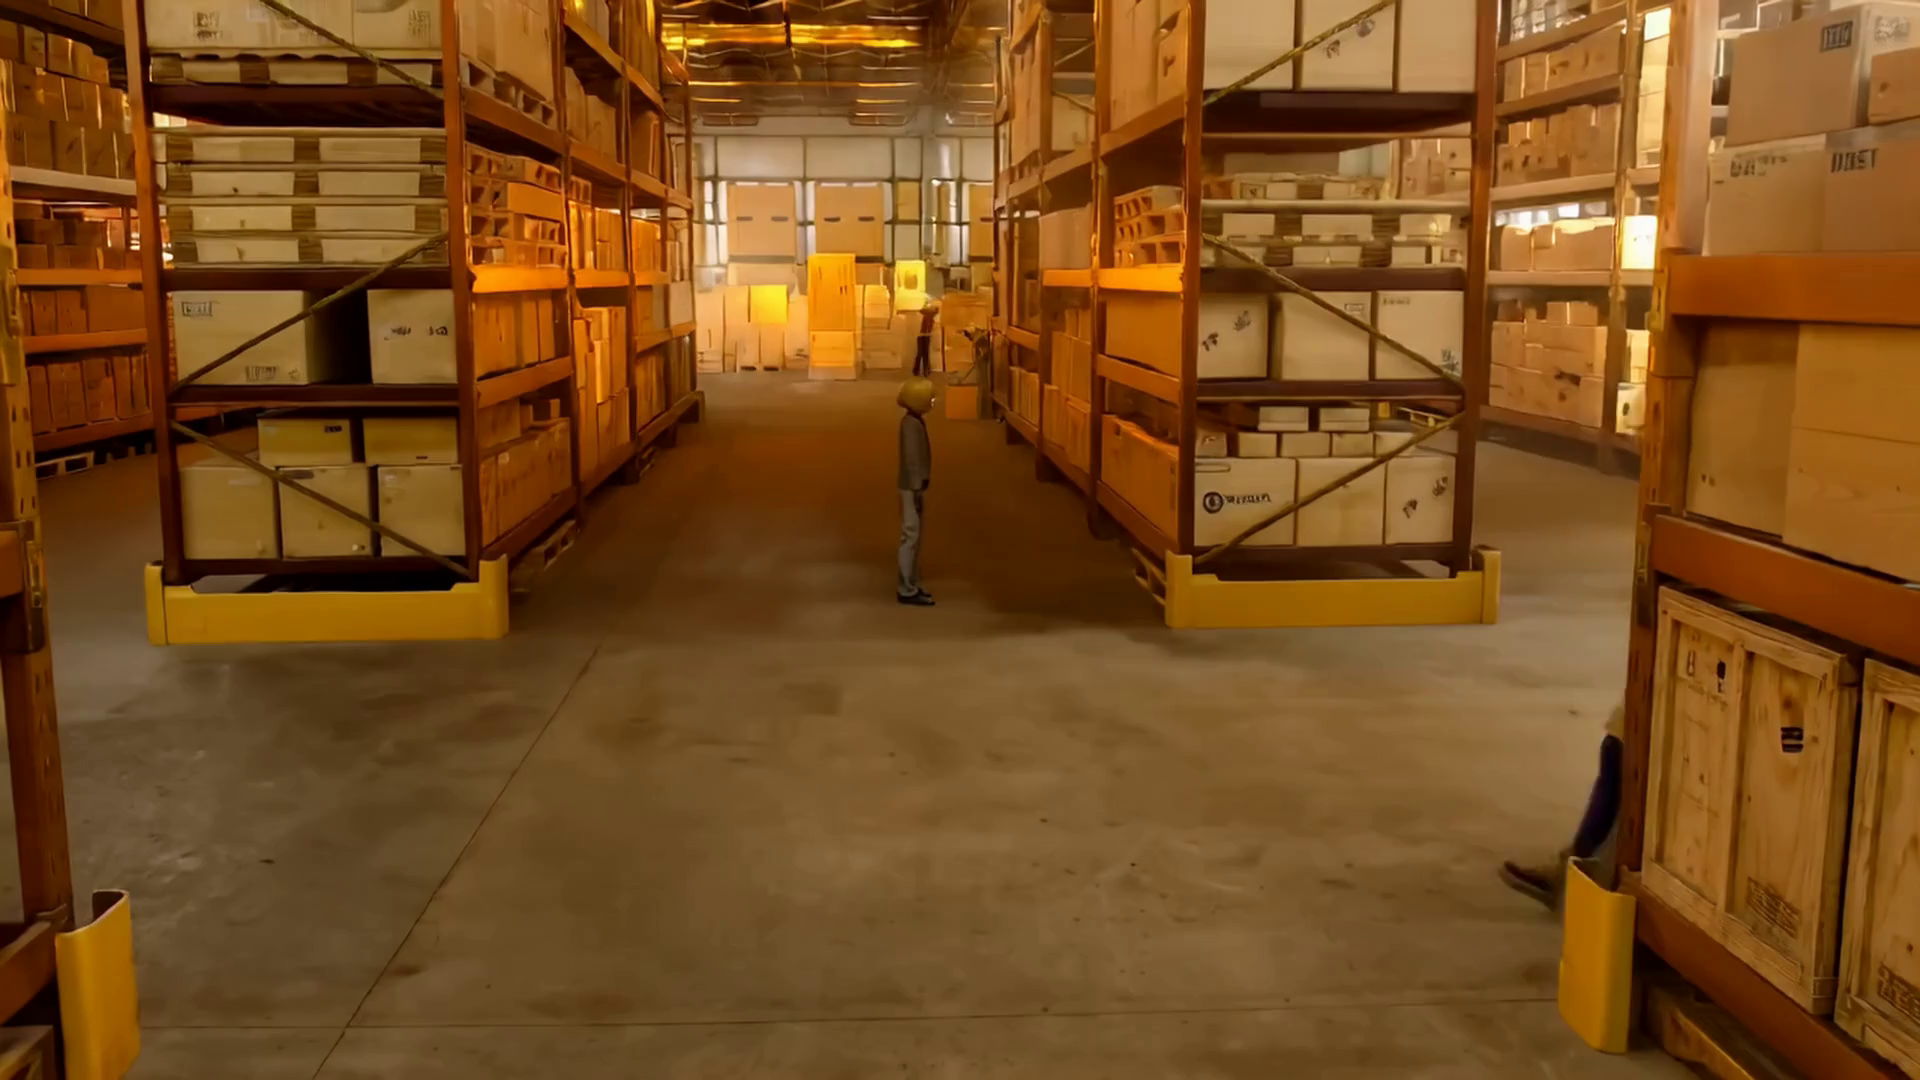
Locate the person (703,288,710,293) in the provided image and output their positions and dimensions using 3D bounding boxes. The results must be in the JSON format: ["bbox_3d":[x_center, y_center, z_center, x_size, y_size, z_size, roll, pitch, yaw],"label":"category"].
[{"bbox_3d":[-9.719,-8.785,64.109,0.337,1.882,0.584,0,9,1],"label":"person"}]

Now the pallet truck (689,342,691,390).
[{"bbox_3d":[-5.225,-3.008,27.480,1.885,1.965,0.823,2,9,14],"label":"pallet truck"}]

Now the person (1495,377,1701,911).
[{"bbox_3d":[2.444,0.424,5.921,1.006,1.996,0.638,0,9,1],"label":"person"}]

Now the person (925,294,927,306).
[{"bbox_3d":[-1.530,-9.284,68.065,0.742,1.614,0.513,-2,9,-15],"label":"person"}]

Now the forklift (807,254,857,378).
[{"bbox_3d":[-2.943,-5.146,38.143,1.129,2.768,1.873,-1,9,-4],"label":"forklift"}]

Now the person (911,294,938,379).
[{"bbox_3d":[-0.836,-4.651,38.054,0.734,1.945,0.624,2,9,14],"label":"person"}]

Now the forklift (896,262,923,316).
[{"bbox_3d":[-1.780,-8.547,59.499,1.129,2.768,1.873,-1,9,-4],"label":"forklift"}]

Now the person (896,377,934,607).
[{"bbox_3d":[-0.322,-0.348,11.915,0.268,1.632,0.507,-1,9,-4],"label":"person"}]
